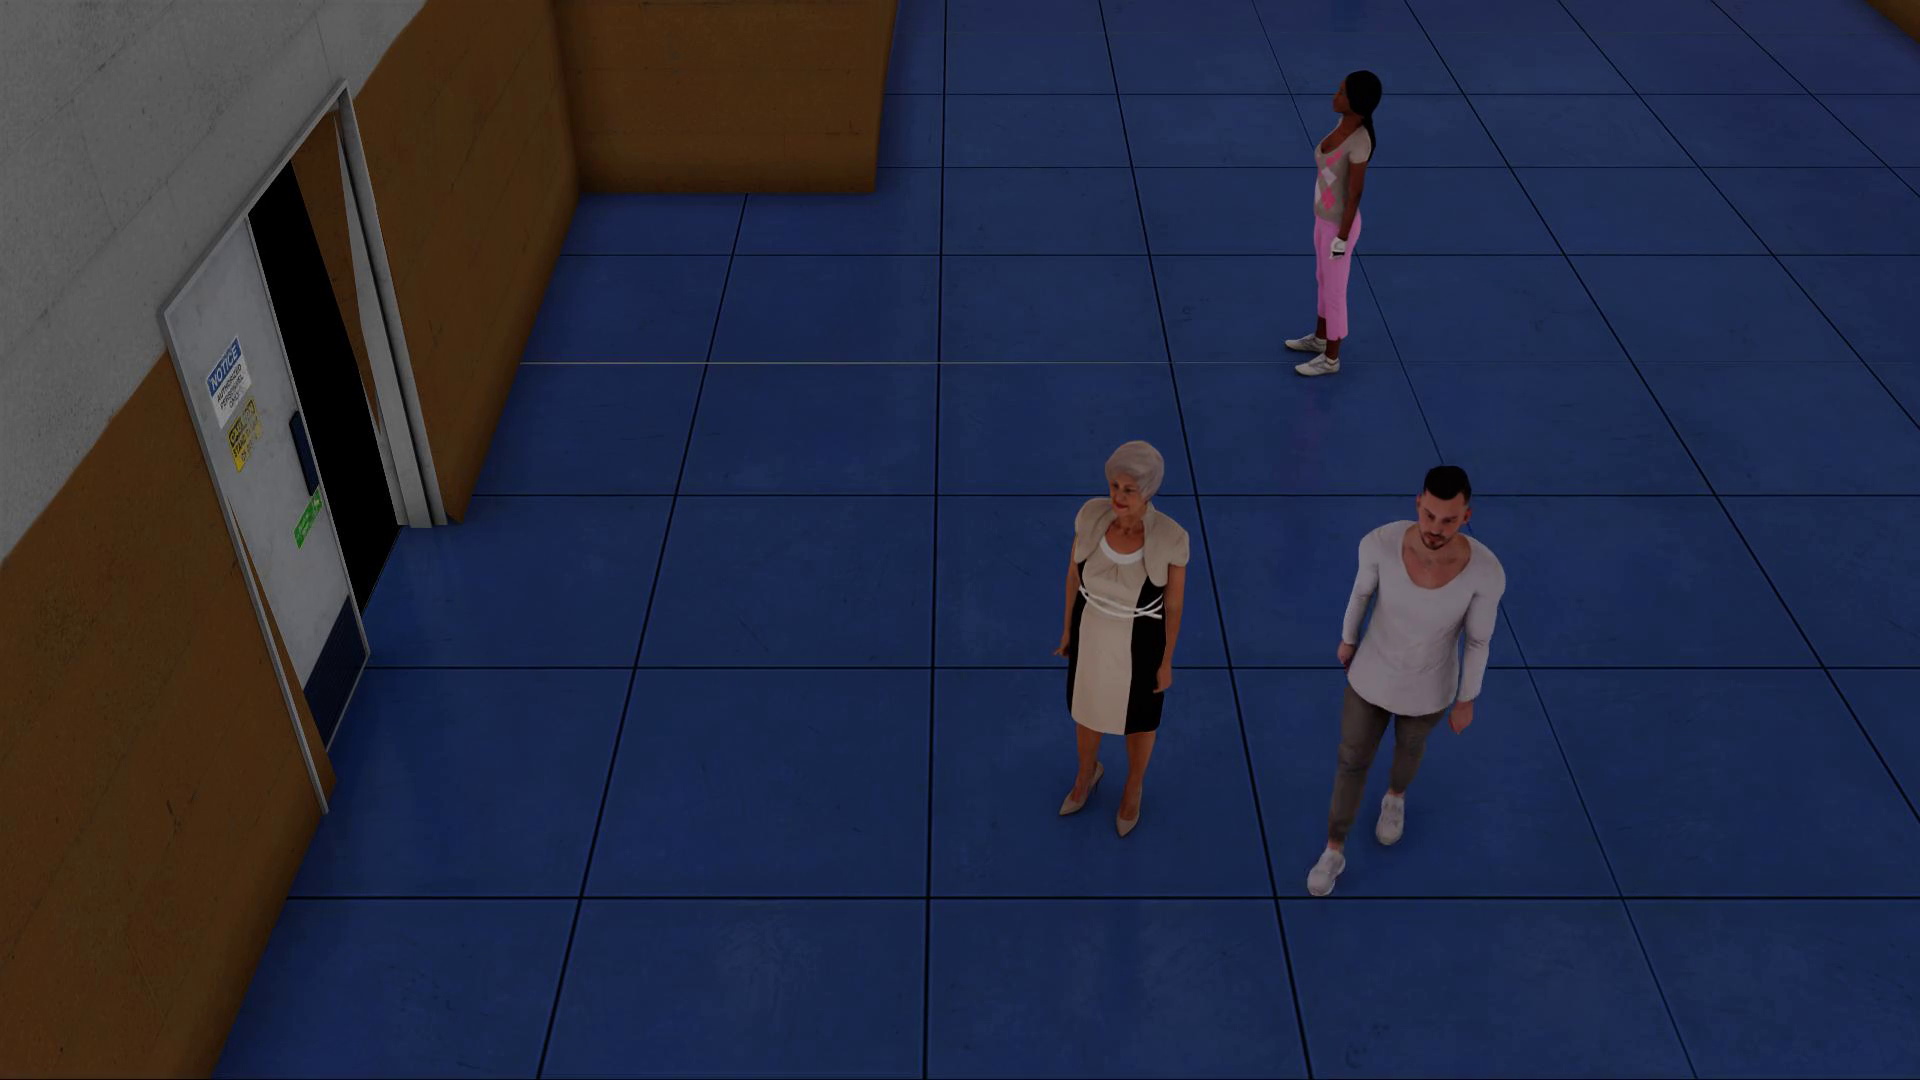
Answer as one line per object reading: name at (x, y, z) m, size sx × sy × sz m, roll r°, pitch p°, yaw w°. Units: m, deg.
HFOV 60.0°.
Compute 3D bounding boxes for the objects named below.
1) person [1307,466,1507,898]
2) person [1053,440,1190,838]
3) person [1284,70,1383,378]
person at (1.657, 0.430, 6.128) m, size 0.989 × 1.813 × 0.954 m, roll 14°, pitch 39°, yaw 17°
person at (0.604, 0.382, 6.239) m, size 0.633 × 1.756 × 0.761 m, roll 18°, pitch 40°, yaw 22°
person at (2.056, -1.713, 9.044) m, size 0.499 × 1.740 × 0.573 m, roll 1°, pitch 37°, yaw 1°
